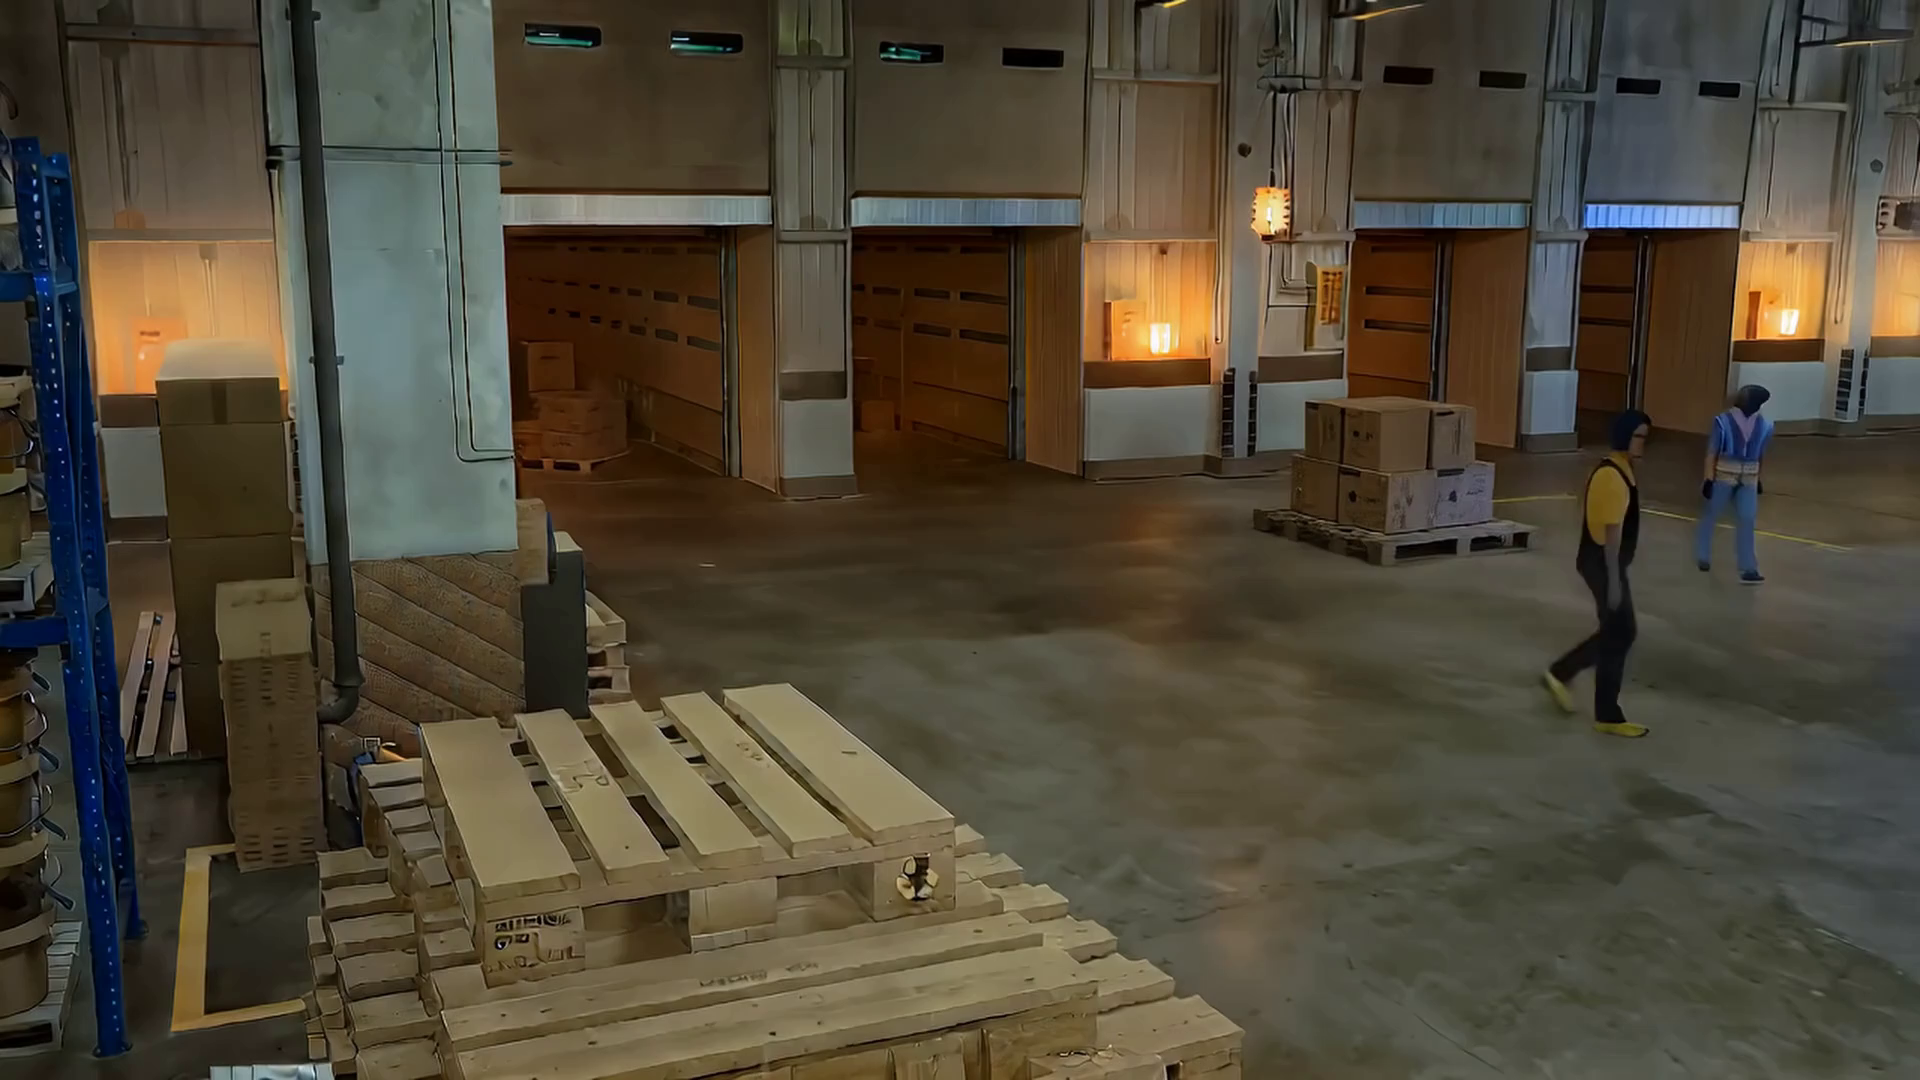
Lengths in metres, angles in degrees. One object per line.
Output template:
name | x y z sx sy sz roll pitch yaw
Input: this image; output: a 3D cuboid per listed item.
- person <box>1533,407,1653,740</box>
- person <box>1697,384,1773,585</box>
person | 3.517 0.181 9.105 0.534 1.833 0.503 5 11 24
person | 6.183 -0.454 13.272 0.530 1.577 0.901 1 10 5
